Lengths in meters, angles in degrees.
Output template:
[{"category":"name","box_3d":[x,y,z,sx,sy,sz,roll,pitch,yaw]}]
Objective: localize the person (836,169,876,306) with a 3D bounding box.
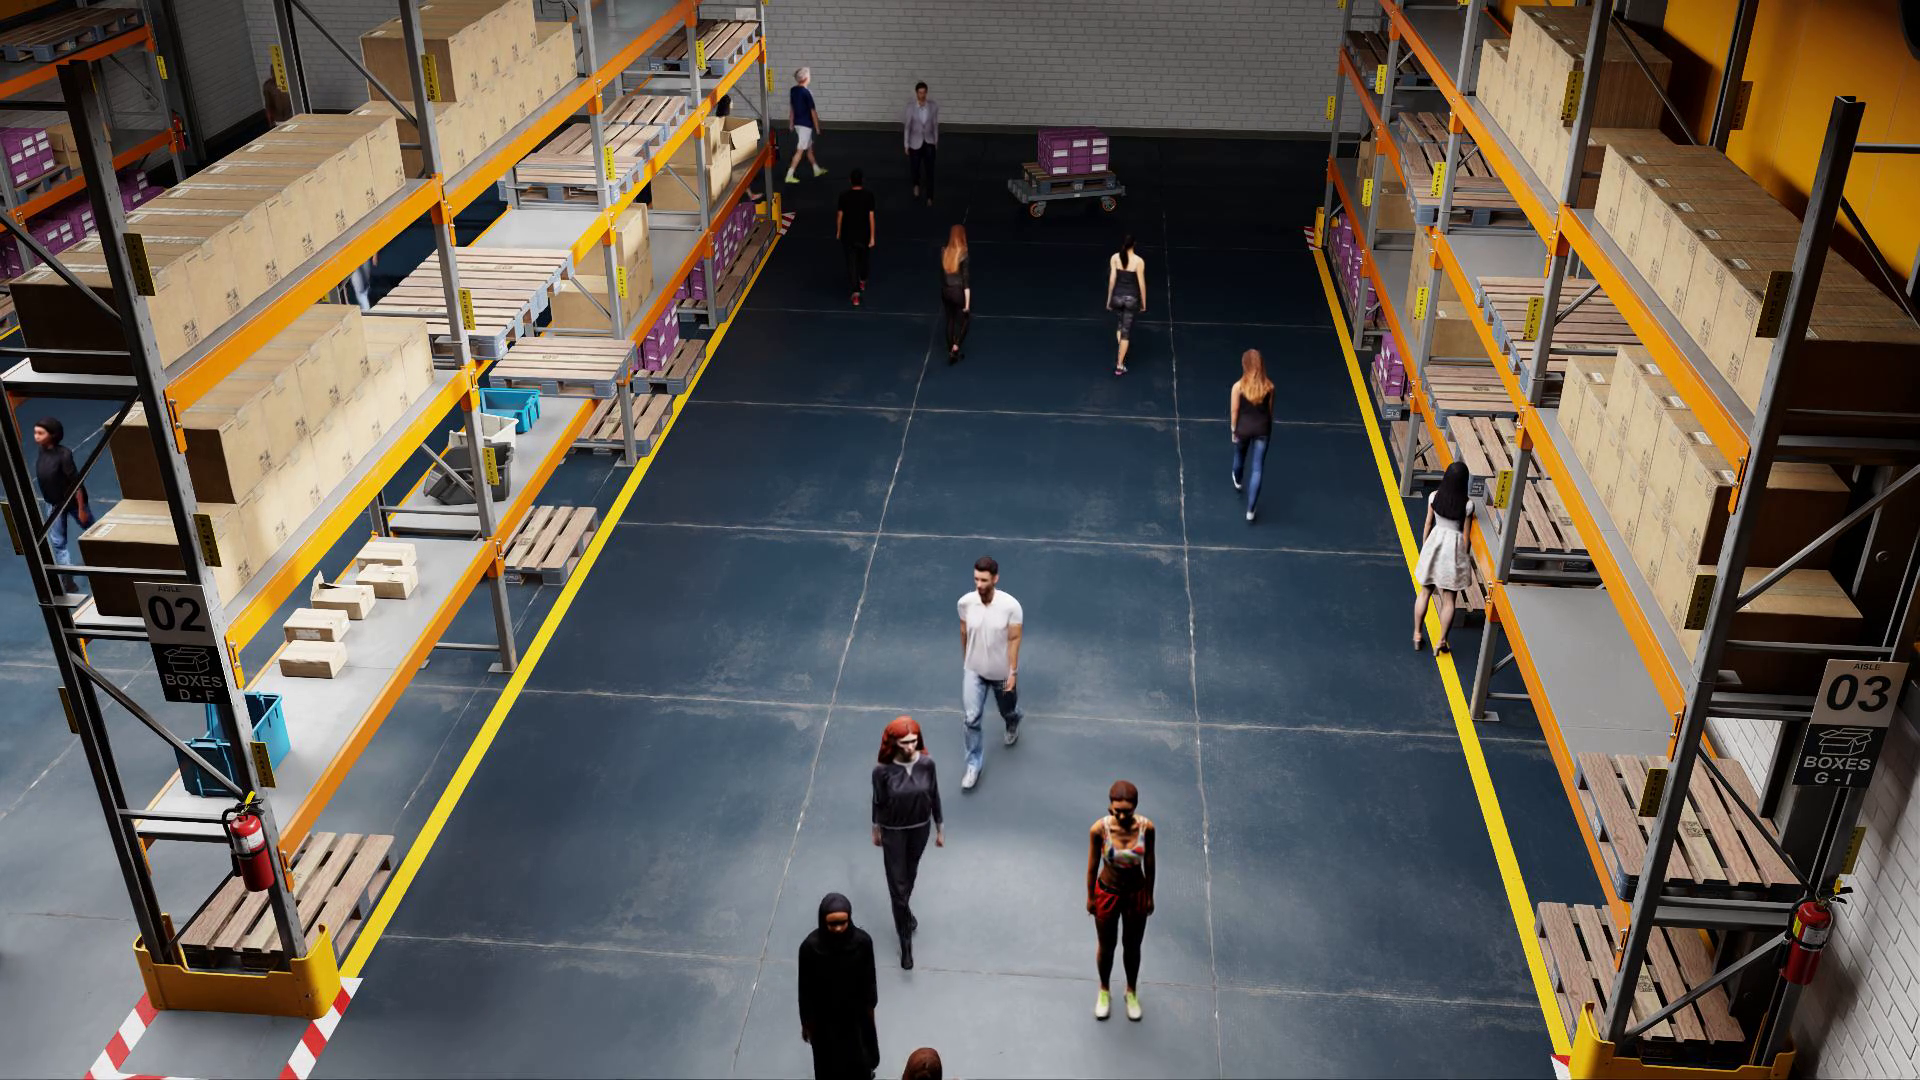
[{"category":"person","box_3d":[-1.346,-3.892,21.574,0.860,1.714,1.217,-5,29,-9]}]

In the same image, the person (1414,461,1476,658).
[{"category":"person","box_3d":[4.109,0.153,14.100,0.776,1.769,0.801,19,34,31]}]

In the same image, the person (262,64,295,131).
[{"category":"person","box_3d":[-10.822,-6.772,26.757,0.831,1.806,0.802,-8,30,-14]}]

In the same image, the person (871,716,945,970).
[{"category":"person","box_3d":[-0.386,1.866,10.973,0.822,1.758,0.993,-9,30,-16]}]

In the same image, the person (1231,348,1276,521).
[{"category":"person","box_3d":[2.869,-0.994,16.311,0.621,1.666,1.097,4,29,8]}]

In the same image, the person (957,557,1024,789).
[{"category":"person","box_3d":[0.262,0.930,12.608,0.804,1.835,1.194,8,30,14]}]

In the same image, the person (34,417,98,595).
[{"category":"person","box_3d":[-8.027,-0.342,15.121,0.727,1.661,1.162,8,30,14]}]

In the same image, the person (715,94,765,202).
[{"category":"person","box_3d":[-3.649,-5.911,25.333,0.928,1.659,1.126,-7,29,-13]}]

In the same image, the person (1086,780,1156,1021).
[{"category":"person","box_3d":[0.997,2.206,10.320,0.601,1.785,0.574,-1,29,-2]}]

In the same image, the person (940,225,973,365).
[{"category":"person","box_3d":[-0.115,-2.878,19.731,0.744,1.698,0.808,19,34,31]}]

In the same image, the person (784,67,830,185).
[{"category":"person","box_3d":[-2.533,-6.499,26.277,1.248,1.788,1.156,-24,37,-37]}]

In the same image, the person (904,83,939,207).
[{"category":"person","box_3d":[-0.598,-6.099,25.527,0.866,1.802,1.271,-3,29,-5]}]

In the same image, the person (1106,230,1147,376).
[{"category":"person","box_3d":[1.914,-2.761,19.500,0.768,1.714,0.926,13,31,22]}]

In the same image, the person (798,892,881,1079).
[{"category":"person","box_3d":[-0.708,2.669,9.654,0.706,1.611,0.802,-4,29,-8]}]
